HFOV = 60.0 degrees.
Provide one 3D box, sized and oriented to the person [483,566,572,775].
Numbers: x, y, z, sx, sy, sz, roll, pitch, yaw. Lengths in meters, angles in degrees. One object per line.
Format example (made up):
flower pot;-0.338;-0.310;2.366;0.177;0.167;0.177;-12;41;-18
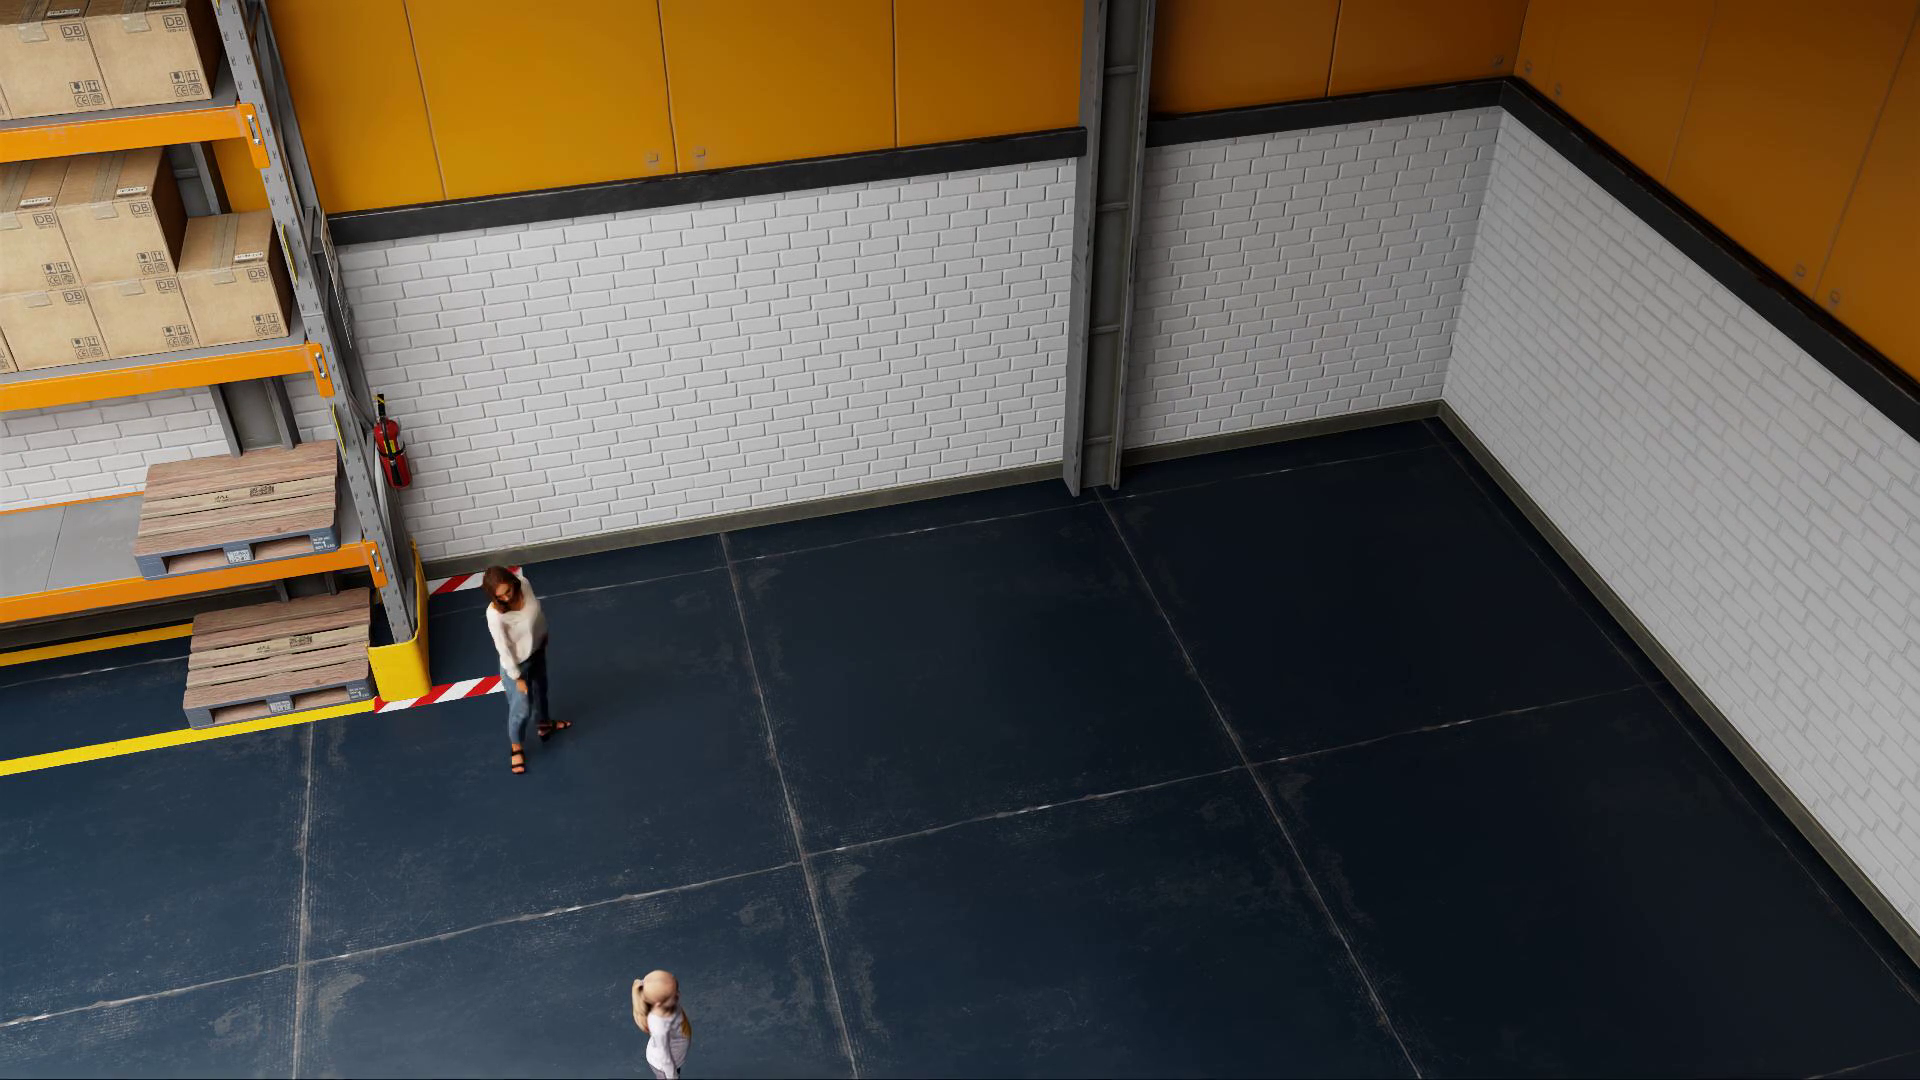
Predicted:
person;-2.790;0.708;10.666;0.745;1.653;0.763;0;39;0

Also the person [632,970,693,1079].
person;-1.511;2.644;8.545;0.515;1.275;0.509;-4;39;-5
